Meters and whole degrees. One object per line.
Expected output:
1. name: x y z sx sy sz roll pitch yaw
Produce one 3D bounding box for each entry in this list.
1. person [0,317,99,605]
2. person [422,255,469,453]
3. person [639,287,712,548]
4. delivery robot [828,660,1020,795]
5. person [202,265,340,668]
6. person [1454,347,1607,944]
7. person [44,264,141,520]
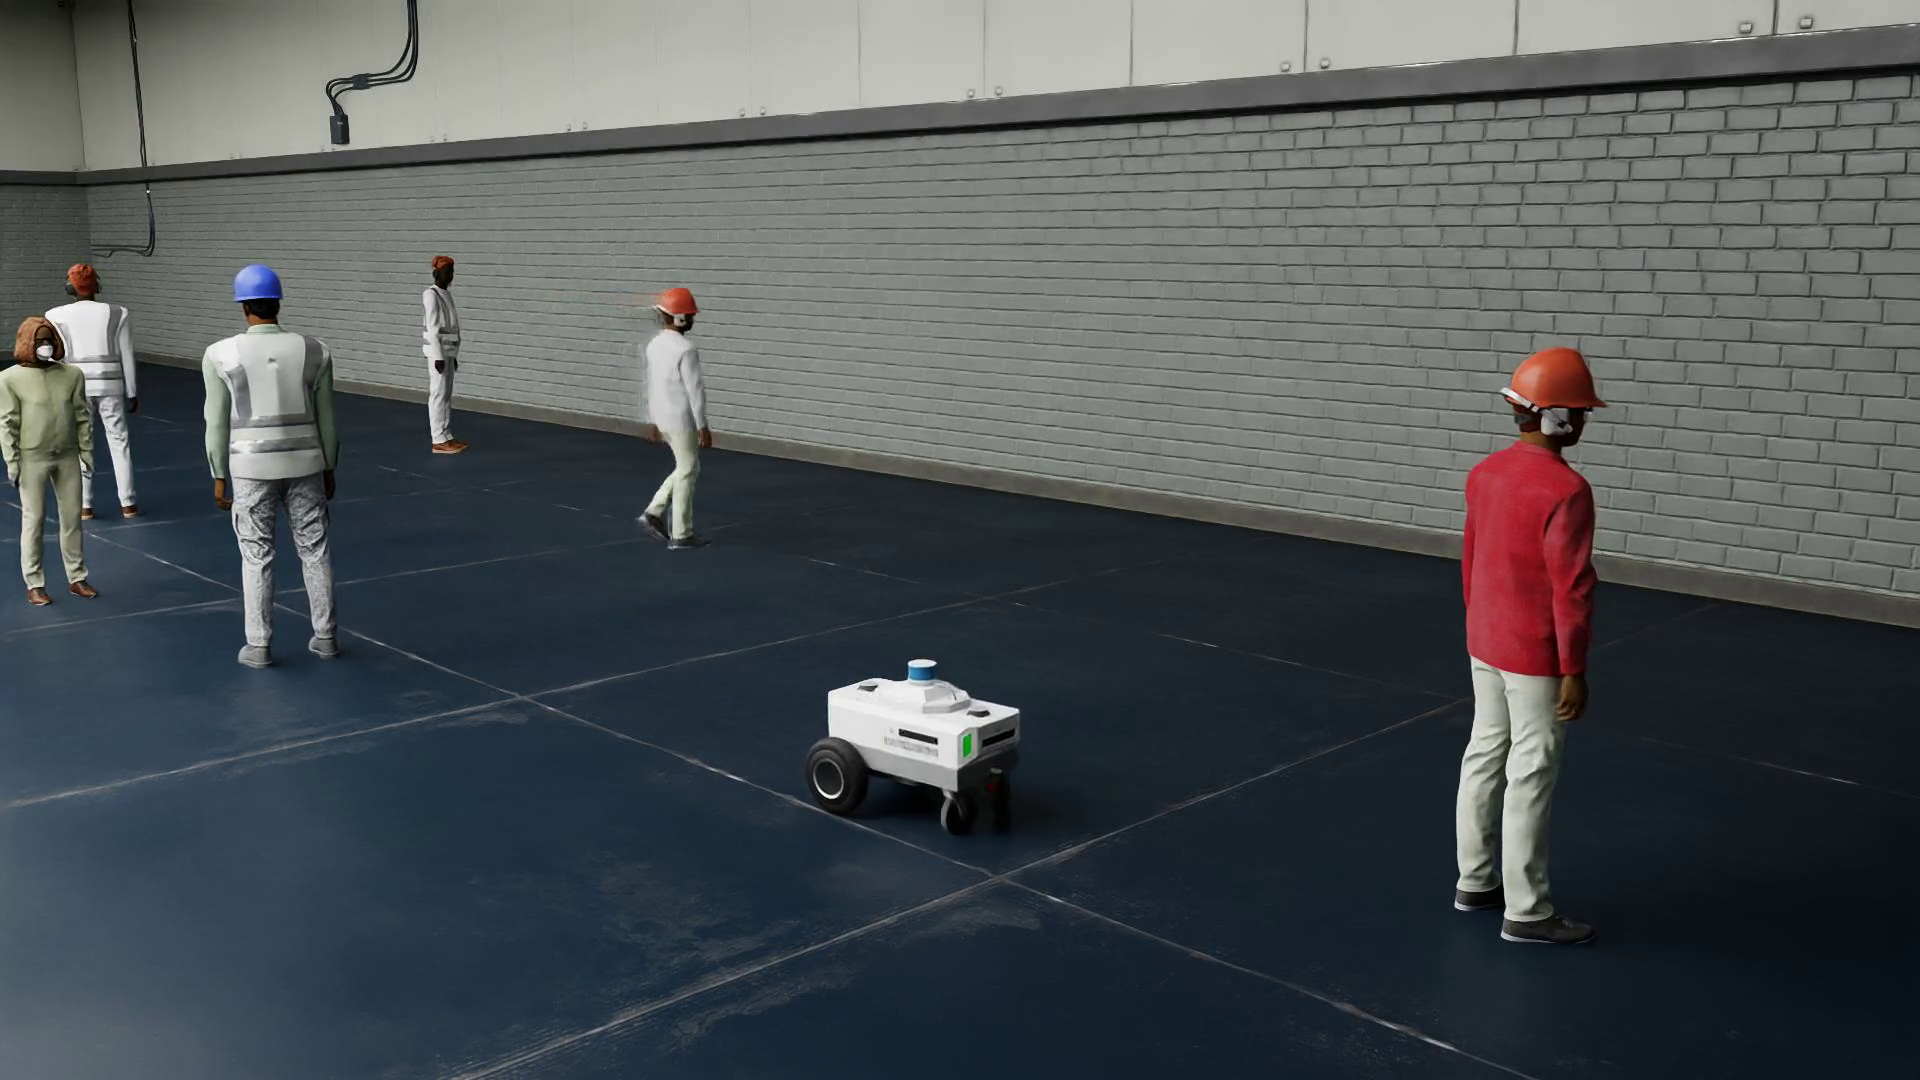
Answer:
1. person: -5.163 -0.448 9.425 0.279 1.624 0.494 7 12 34
2. person: -4.956 -1.778 15.965 0.358 1.885 0.572 0 10 -2
3. person: -1.850 -0.798 11.014 0.399 1.737 0.566 -6 12 -31
4. delivery robot: -0.133 0.674 5.968 0.707 0.478 0.477 8 13 39
5. person: -3.324 -0.354 8.069 0.603 1.938 0.425 -7 13 -34
6. person: 1.706 0.307 4.951 0.338 1.752 0.565 -2 11 -12
7. person: -6.377 -1.084 12.247 0.586 1.872 0.382 -5 11 -25
